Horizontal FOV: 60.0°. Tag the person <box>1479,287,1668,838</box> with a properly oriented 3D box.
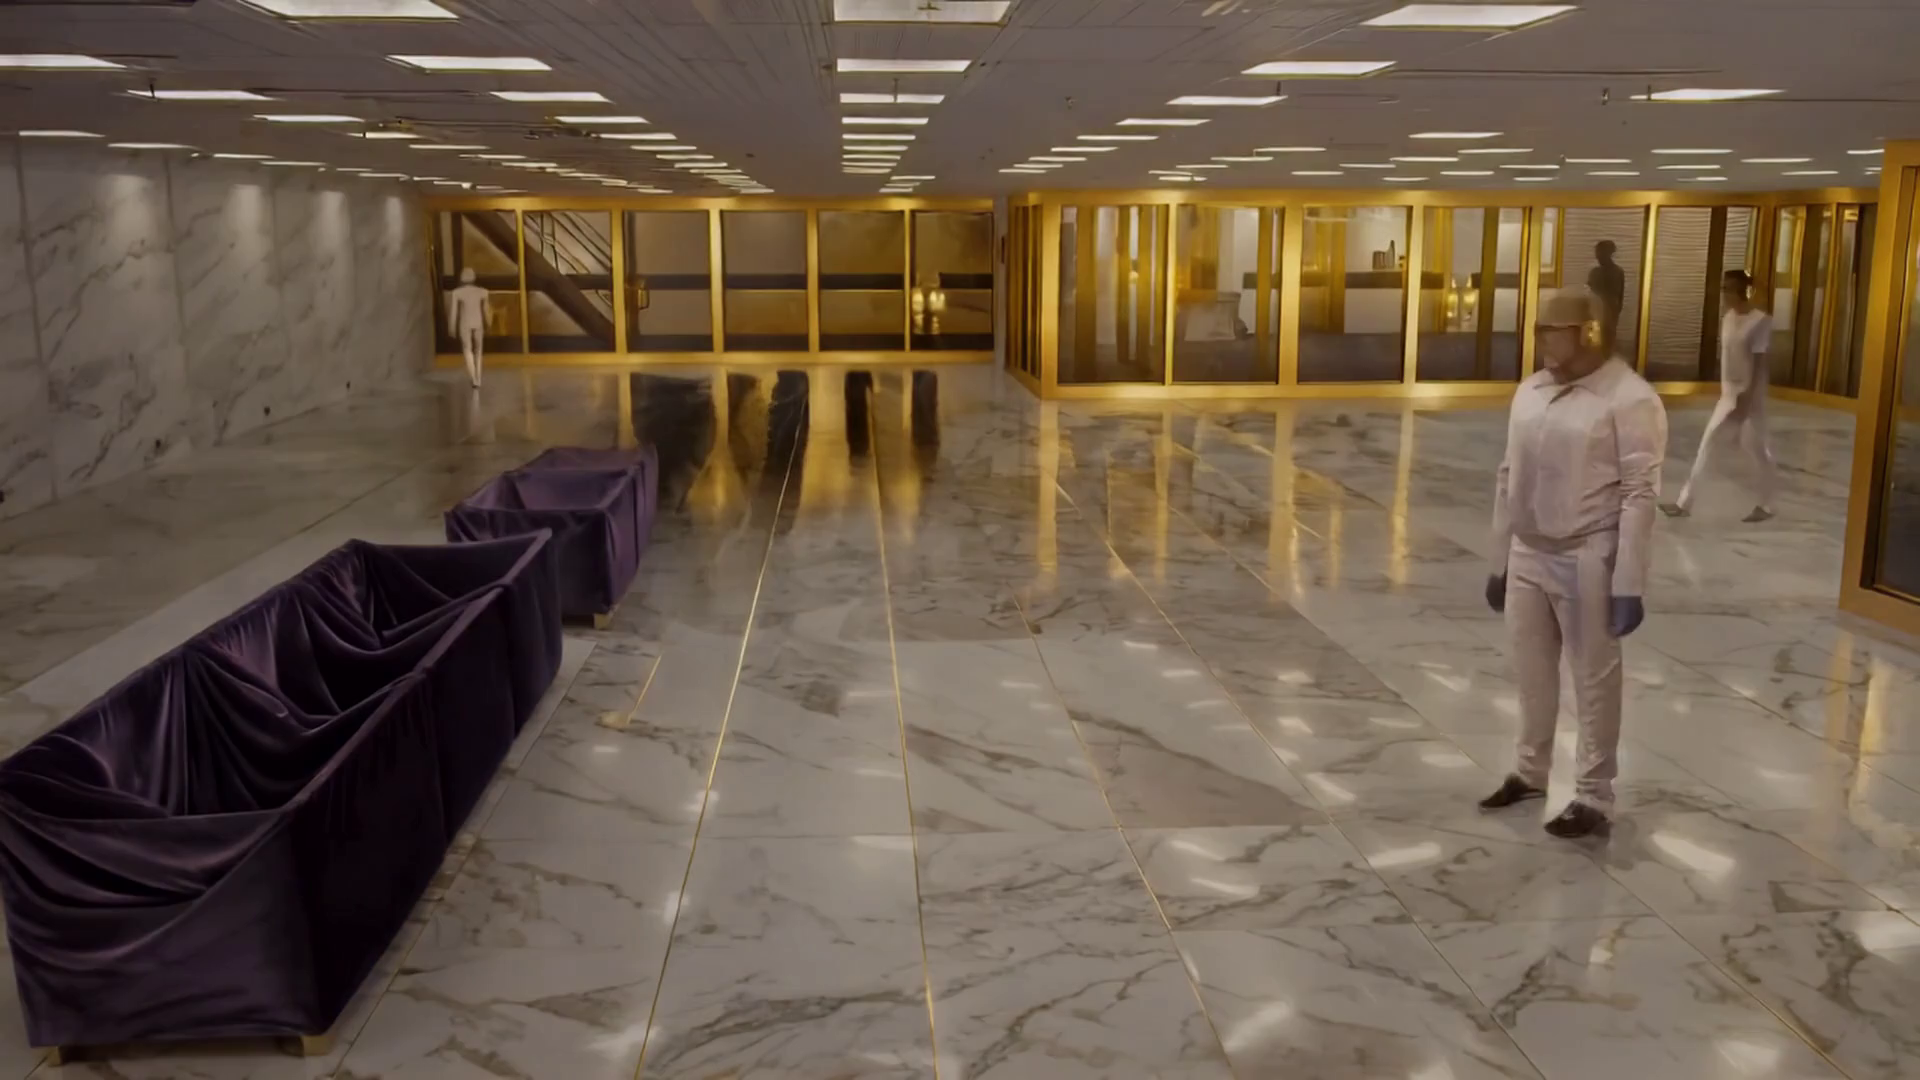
[{"bbox_3d":[2.110,0.086,5.813,0.396,1.897,0.680,-5,12,-27],"label":"person"}]

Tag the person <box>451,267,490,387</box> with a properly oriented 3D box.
[{"bbox_3d":[-6.624,-2.880,22.523,0.517,1.630,0.554,-5,12,-27],"label":"person"}]

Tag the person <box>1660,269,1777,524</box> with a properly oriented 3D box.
[{"bbox_3d":[5.481,-0.993,11.803,0.975,1.820,0.540,-3,11,-18],"label":"person"}]
